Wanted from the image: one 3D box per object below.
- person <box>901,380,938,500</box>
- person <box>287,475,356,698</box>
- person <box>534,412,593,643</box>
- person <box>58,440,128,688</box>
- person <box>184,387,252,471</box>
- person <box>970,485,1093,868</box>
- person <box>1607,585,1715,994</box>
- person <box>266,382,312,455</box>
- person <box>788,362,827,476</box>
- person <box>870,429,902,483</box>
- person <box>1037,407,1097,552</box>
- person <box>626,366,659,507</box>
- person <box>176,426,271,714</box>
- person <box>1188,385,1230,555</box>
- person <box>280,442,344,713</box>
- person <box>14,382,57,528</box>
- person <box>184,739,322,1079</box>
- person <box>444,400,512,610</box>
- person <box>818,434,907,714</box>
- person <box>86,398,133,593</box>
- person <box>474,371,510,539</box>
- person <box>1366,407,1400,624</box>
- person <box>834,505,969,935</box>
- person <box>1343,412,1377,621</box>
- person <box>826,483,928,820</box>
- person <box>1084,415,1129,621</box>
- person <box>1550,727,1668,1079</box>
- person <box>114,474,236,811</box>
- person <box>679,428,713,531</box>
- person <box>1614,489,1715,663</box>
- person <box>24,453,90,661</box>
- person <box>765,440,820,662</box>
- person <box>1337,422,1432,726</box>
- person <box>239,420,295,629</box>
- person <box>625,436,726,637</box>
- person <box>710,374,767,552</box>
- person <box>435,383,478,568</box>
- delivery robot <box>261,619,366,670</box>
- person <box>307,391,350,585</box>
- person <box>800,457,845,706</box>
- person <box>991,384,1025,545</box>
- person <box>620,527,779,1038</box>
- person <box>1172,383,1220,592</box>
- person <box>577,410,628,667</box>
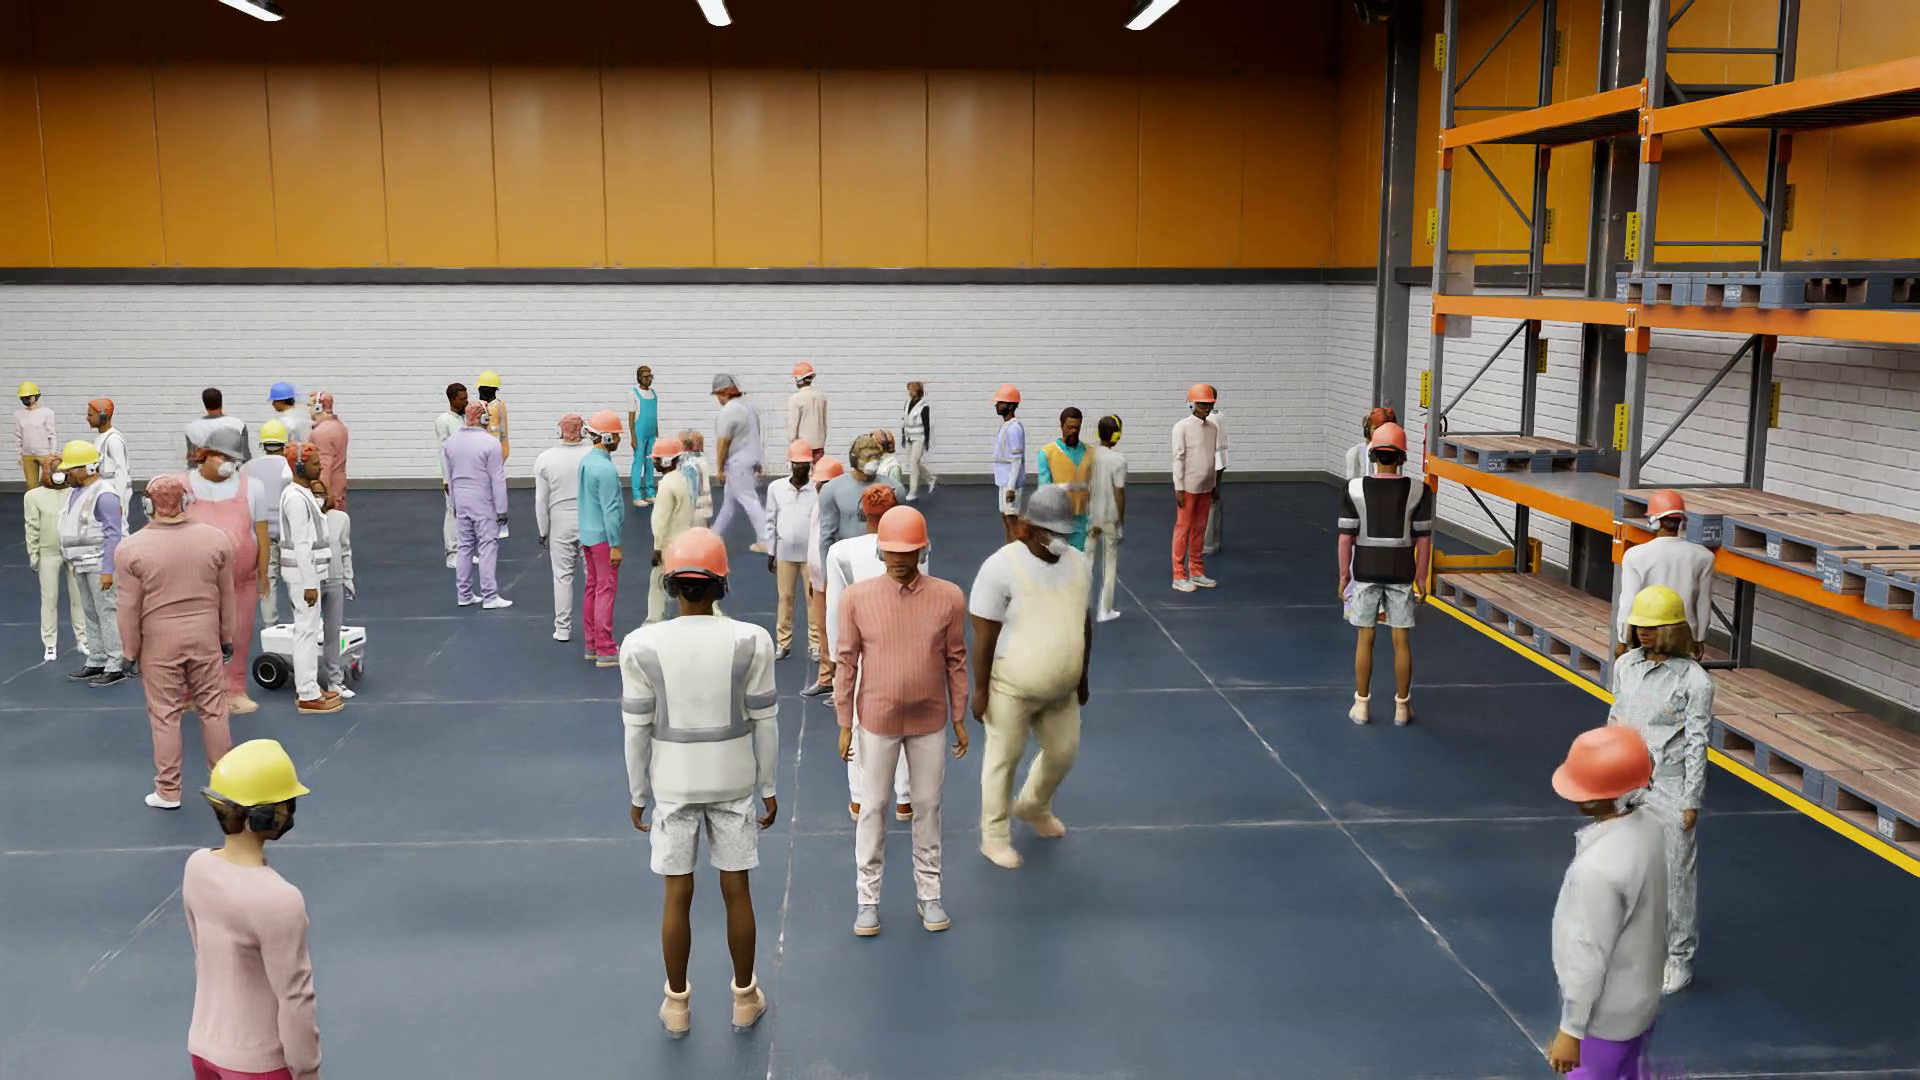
[{"bbox_3d":[-0.550,-1.353,22.462,0.597,1.620,0.522,-6,11,-34],"label":"person"},{"bbox_3d":[-4.526,0.342,11.788,0.287,1.631,0.501,8,12,41],"label":"person"},{"bbox_3d":[-3.169,-0.102,13.741,0.646,1.901,0.409,-3,9,-15],"label":"person"},{"bbox_3d":[-6.403,0.169,12.263,0.587,1.828,0.403,8,12,39],"label":"person"},{"bbox_3d":[-7.479,-0.579,16.766,0.599,1.897,0.699,-2,9,-11],"label":"person"},{"bbox_3d":[0.351,0.658,8.530,0.714,2.000,0.704,-6,11,-32],"label":"person"},{"bbox_3d":[2.938,1.045,7.069,0.342,1.736,0.484,-5,10,-28],"label":"person"},{"bbox_3d":[-6.990,-0.689,17.394,0.677,1.912,0.637,0,9,1],"label":"person"},{"bbox_3d":[-1.855,-1.151,20.080,0.415,1.985,0.611,7,11,38],"label":"person"},{"bbox_3d":[-0.674,-0.201,15.216,0.318,1.630,0.513,-5,10,-27],"label":"person"},{"bbox_3d":[0.905,-0.187,14.220,0.591,1.916,0.379,-6,11,-34],"label":"person"},{"bbox_3d":[-4.126,-1.361,21.815,0.346,1.846,0.506,6,11,34],"label":"person"},{"bbox_3d":[-5.143,0.207,11.356,0.842,2.000,0.534,-5,10,-28],"label":"person"},{"bbox_3d":[2.697,-0.751,17.977,0.396,1.847,0.564,6,11,31],"label":"person"},{"bbox_3d":[-4.520,0.257,11.535,0.349,1.882,0.584,-4,10,-22],"label":"person"},{"bbox_3d":[-11.054,-1.013,19.909,0.523,1.762,0.337,0,9,3],"label":"person"},{"bbox_3d":[-1.945,1.418,4.644,0.518,1.756,0.344,6,11,35],"label":"person"},{"bbox_3d":[-4.360,-0.320,15.126,0.647,1.900,0.395,5,10,27],"label":"person"},{"bbox_3d":[-0.666,0.231,11.534,0.629,1.938,0.376,-3,10,-19],"label":"person"},{"bbox_3d":[-7.945,-0.387,15.581,0.342,1.882,0.579,-7,11,-37],"label":"person"},{"bbox_3d":[-5.366,-0.973,19.115,0.361,1.930,0.588,-2,9,-12],"label":"person"},{"bbox_3d":[3.660,-0.214,14.489,0.351,1.884,0.582,0,9,0],"label":"person"},{"bbox_3d":[-0.262,0.823,7.636,0.624,1.990,0.388,-2,9,-10],"label":"person"},{"bbox_3d":[3.581,-0.205,14.555,0.506,1.847,0.343,-6,11,-33],"label":"person"},{"bbox_3d":[-0.448,0.624,9.232,0.579,1.882,0.342,1,9,4],"label":"person"},{"bbox_3d":[1.181,-0.161,14.338,0.520,1.837,0.763,5,10,28],"label":"person"},{"bbox_3d":[1.982,1.374,5.079,0.334,1.713,0.688,7,11,35],"label":"person"},{"bbox_3d":[-4.452,0.576,9.461,0.639,1.909,0.409,-9,12,-43],"label":"person"},{"bbox_3d":[-2.411,-0.204,15.205,0.311,1.640,0.522,1,9,6],"label":"person"},{"bbox_3d":[4.210,0.566,10.008,0.572,1.747,0.346,-1,9,-4],"label":"person"},{"bbox_3d":[-7.087,0.125,13.142,0.498,1.634,0.279,-8,12,-39],"label":"person"},{"bbox_3d":[-1.252,0.088,12.998,0.562,1.753,0.333,1,9,6],"label":"person"},{"bbox_3d":[2.845,0.231,11.196,0.609,2.044,0.395,2,9,13],"label":"person"},{"bbox_3d":[-5.635,-0.080,13.805,0.590,1.836,0.404,1,9,7],"label":"person"},{"bbox_3d":[-2.321,0.002,13.664,0.856,1.722,0.560,0,9,-2],"label":"person"},{"bbox_3d":[-2.475,-0.889,18.238,1.051,2.000,0.752,3,9,15],"label":"person"},{"bbox_3d":[-5.207,-0.671,17.251,0.383,1.918,0.597,2,9,10],"label":"person"},{"bbox_3d":[-4.764,0.757,12.264,0.707,0.478,0.477,2,9,11],"label":"delivery robot"},{"bbox_3d":[-6.186,-0.502,16.227,0.406,1.906,0.654,-1,9,-6],"label":"person"},{"bbox_3d":[-0.927,0.284,11.769,0.329,1.752,0.564,-6,11,-34],"label":"person"},{"bbox_3d":[0.475,-0.592,16.687,0.347,1.942,0.549,-1,9,-8],"label":"person"},{"bbox_3d":[-1.023,0.963,6.606,0.608,2.044,0.372,-1,9,-8],"label":"person"},{"bbox_3d":[2.278,-0.512,16.013,0.608,1.996,0.382,-8,12,-42],"label":"person"},{"bbox_3d":[-2.758,-0.015,12.929,0.407,1.987,0.615,-5,10,-30],"label":"person"}]
